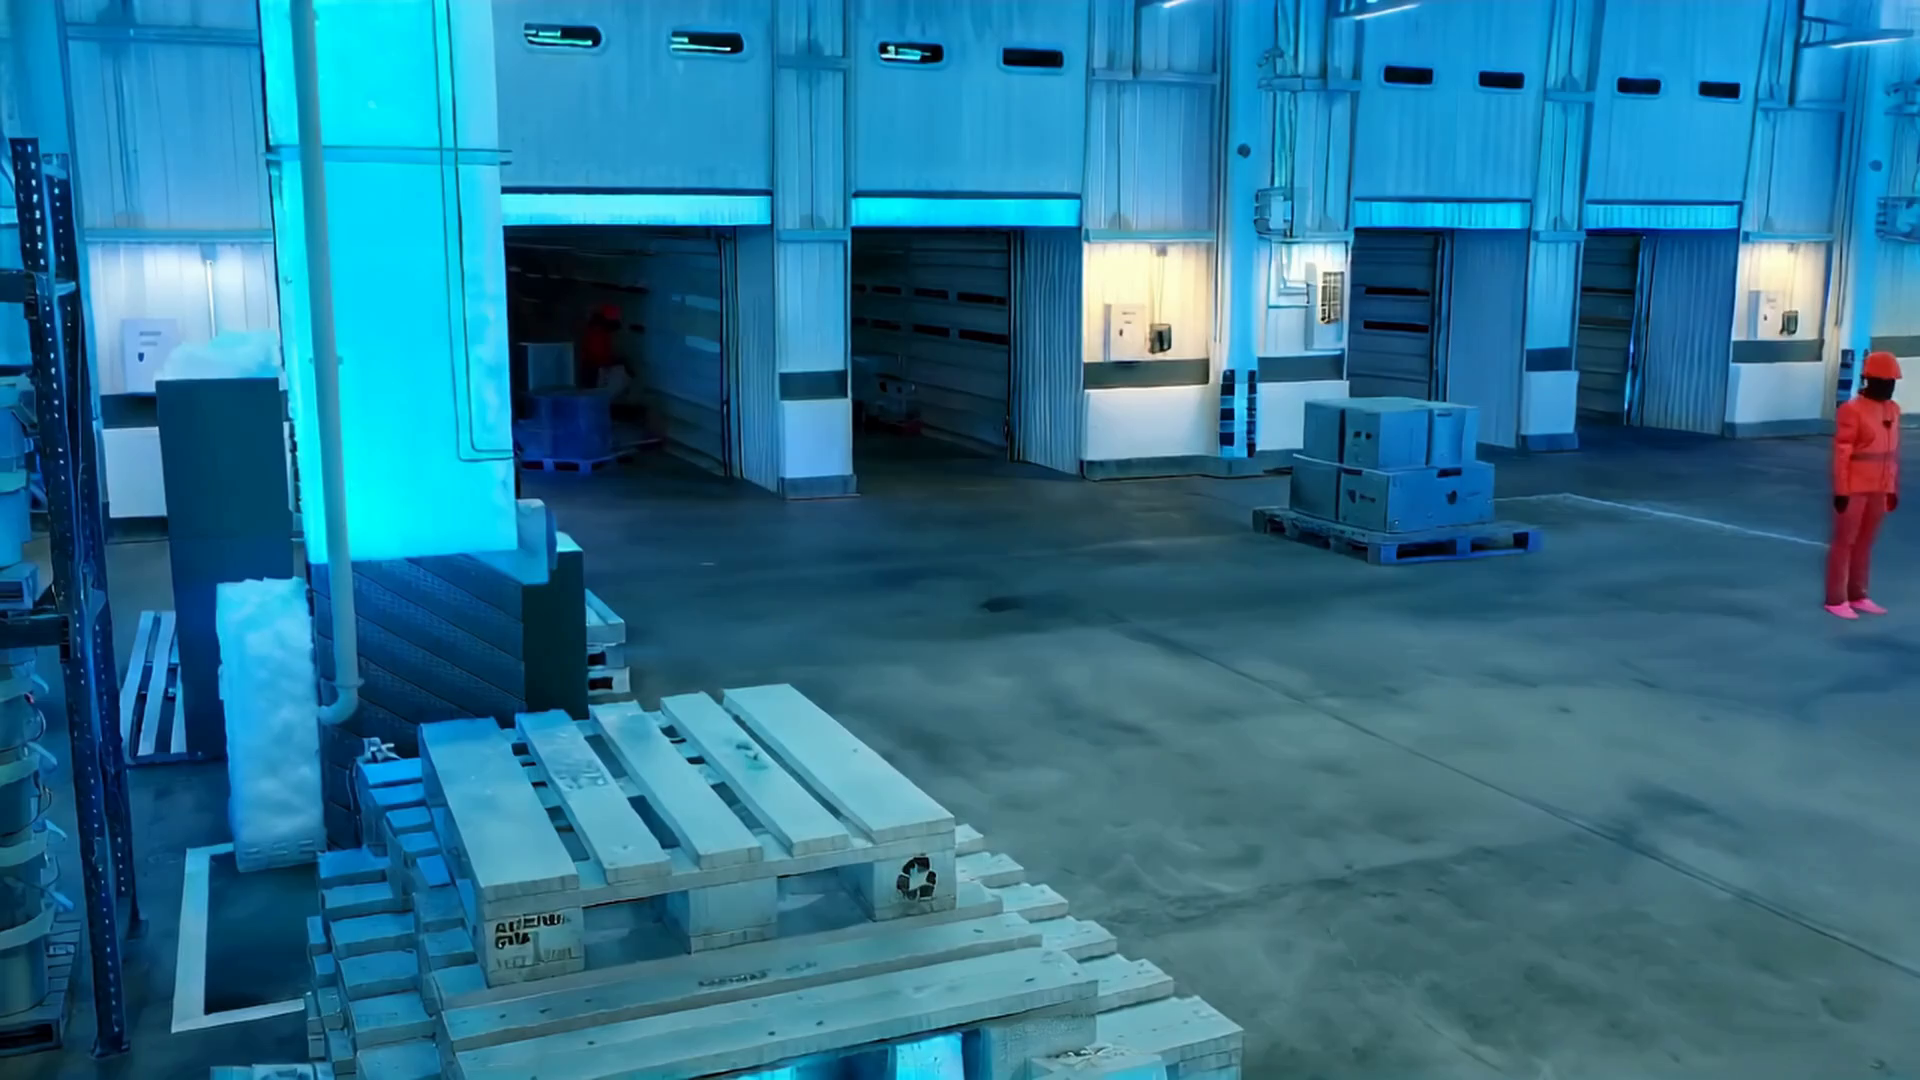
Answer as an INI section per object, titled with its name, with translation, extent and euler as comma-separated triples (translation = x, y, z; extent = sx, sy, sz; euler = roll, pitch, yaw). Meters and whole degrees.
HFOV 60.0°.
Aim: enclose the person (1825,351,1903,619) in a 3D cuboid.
[person]
translation = 6.548, -0.398, 12.007
extent = 0.585, 1.928, 0.368
euler = -5, 11, -24
